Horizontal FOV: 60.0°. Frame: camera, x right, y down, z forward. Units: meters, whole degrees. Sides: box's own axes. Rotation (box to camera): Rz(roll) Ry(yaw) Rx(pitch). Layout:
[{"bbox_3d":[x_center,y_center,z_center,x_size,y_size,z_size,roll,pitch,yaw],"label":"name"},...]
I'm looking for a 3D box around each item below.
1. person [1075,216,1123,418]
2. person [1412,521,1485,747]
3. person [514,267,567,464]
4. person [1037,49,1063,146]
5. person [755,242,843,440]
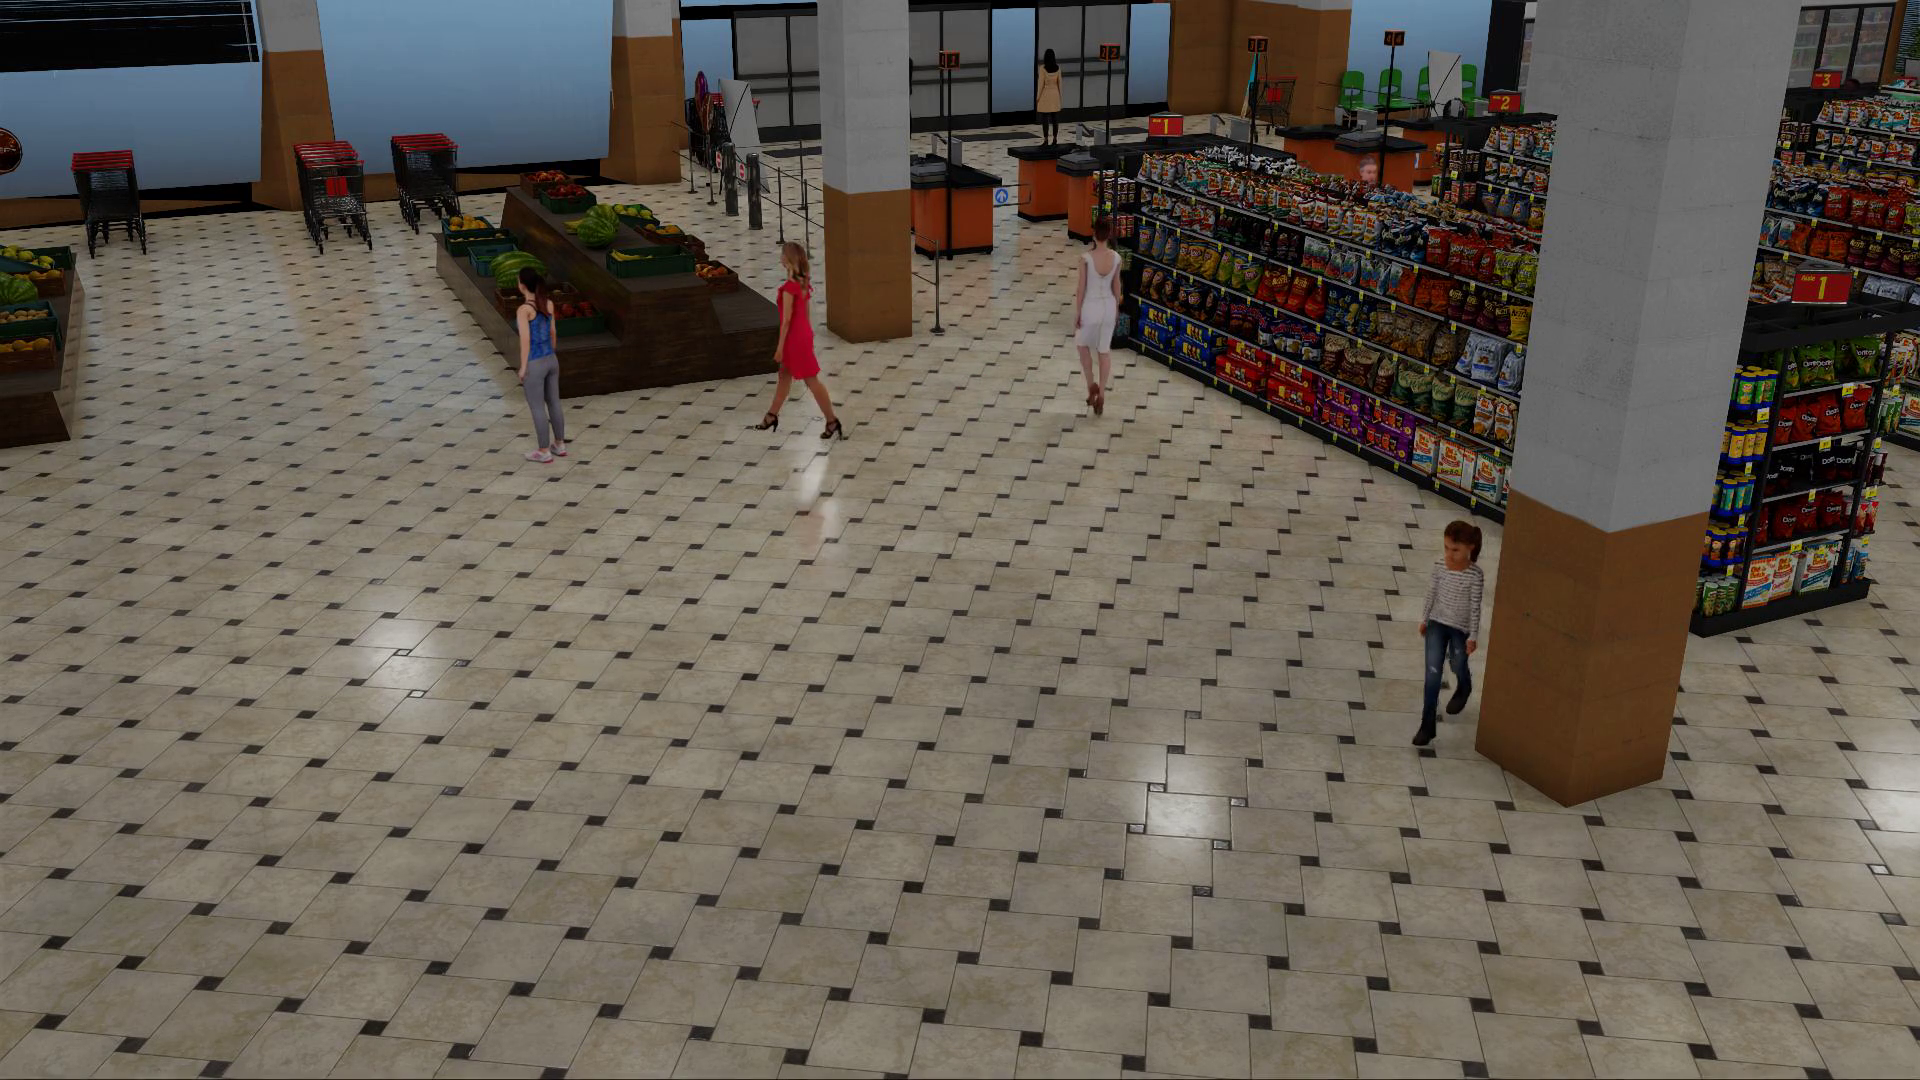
[{"bbox_3d":[1.242,-1.949,14.698,0.660,1.781,0.699,-4,22,-11],"label":"person"},{"bbox_3d":[2.786,0.487,9.301,0.927,1.285,0.850,15,26,33],"label":"person"},{"bbox_3d":[-3.460,-1.442,13.668,0.689,1.608,0.652,12,25,26],"label":"person"},{"bbox_3d":[1.582,-7.847,29.513,0.643,1.680,0.507,-10,24,-23],"label":"person"},{"bbox_3d":[-1.289,-1.636,14.058,1.019,1.679,1.031,4,22,11],"label":"person"}]
